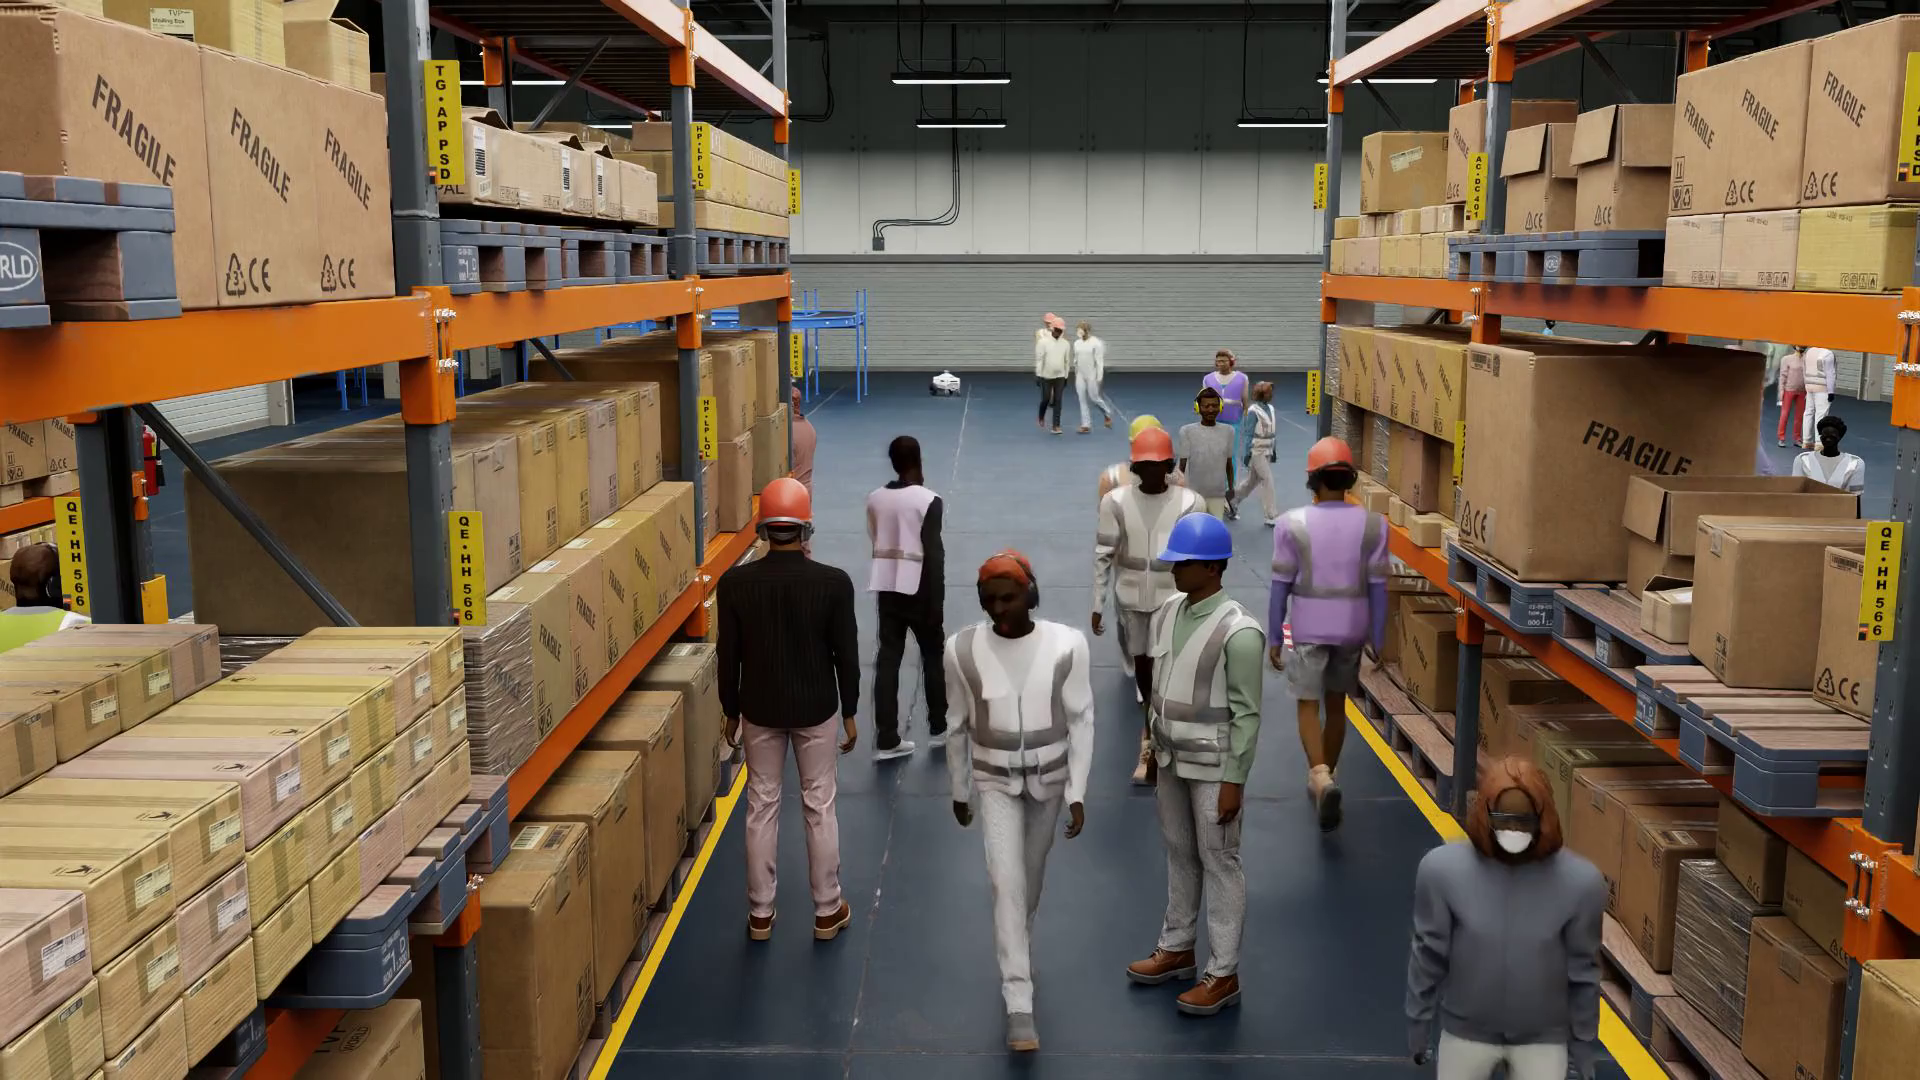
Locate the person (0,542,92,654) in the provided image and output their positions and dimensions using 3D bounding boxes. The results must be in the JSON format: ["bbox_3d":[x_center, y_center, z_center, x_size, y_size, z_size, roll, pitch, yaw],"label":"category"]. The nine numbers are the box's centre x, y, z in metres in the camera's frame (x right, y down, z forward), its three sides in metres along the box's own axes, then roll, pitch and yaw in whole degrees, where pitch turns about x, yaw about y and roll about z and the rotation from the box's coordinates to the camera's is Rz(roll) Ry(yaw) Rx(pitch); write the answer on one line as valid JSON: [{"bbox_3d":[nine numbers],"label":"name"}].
[{"bbox_3d":[-3.487,0.918,6.464,0.619,1.838,0.430,1,10,5],"label":"person"}]

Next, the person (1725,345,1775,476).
[{"bbox_3d":[10.166,-1.611,21.641,1.012,1.838,0.650,8,12,39],"label":"person"}]

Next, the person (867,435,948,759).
[{"bbox_3d":[-0.291,0.321,9.924,0.629,1.870,0.810,7,12,35],"label":"person"}]

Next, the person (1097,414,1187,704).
[{"bbox_3d":[1.224,0.090,11.220,0.595,1.905,0.801,1,10,6],"label":"person"}]

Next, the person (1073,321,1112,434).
[{"bbox_3d":[2.250,-2.797,28.525,0.750,1.905,0.635,-9,13,-44],"label":"person"}]

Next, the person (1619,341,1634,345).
[{"bbox_3d":[8.179,-1.477,20.511,0.378,1.932,0.551,1,9,3],"label":"person"}]

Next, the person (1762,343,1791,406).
[{"bbox_3d":[16.701,-3.570,34.023,0.505,1.611,0.642,-2,10,-10],"label":"person"}]

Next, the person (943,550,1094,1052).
[{"bbox_3d":[0.219,0.932,6.410,0.567,1.832,1.007,0,9,-3],"label":"person"}]

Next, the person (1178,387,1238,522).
[{"bbox_3d":[2.077,-0.353,13.973,0.538,1.869,0.312,-2,10,-10],"label":"person"}]

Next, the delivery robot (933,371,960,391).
[{"bbox_3d":[-0.296,-3.460,36.360,0.477,0.478,0.707,-5,11,-28],"label":"delivery robot"}]

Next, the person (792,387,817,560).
[{"bbox_3d":[-1.406,-0.313,13.608,0.409,1.911,0.650,2,10,13],"label":"person"}]

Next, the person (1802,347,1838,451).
[{"bbox_3d":[13.357,-2.316,25.817,0.429,1.844,0.627,-2,10,-10],"label":"person"}]

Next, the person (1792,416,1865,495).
[{"bbox_3d":[6.862,-0.141,13.219,0.536,1.697,0.318,5,11,27],"label":"person"}]

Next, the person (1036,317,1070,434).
[{"bbox_3d":[1.575,-2.819,28.425,0.632,1.977,0.617,-3,10,-17],"label":"person"}]

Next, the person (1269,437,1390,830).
[{"bbox_3d":[1.912,0.479,8.604,0.607,2.010,0.882,0,9,1],"label":"person"}]

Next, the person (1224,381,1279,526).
[{"bbox_3d":[3.293,-0.980,18.532,0.836,1.606,0.524,7,12,35],"label":"person"}]

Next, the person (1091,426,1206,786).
[{"bbox_3d":[1.099,0.320,9.608,0.626,1.994,1.050,3,10,16],"label":"person"}]

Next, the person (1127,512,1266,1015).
[{"bbox_3d":[0.933,0.854,6.507,0.384,1.948,0.605,-5,11,-28],"label":"person"}]

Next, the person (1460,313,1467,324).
[{"bbox_3d":[10.553,-3.882,35.177,0.665,1.850,1.039,8,12,40],"label":"person"}]

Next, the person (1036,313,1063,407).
[{"bbox_3d":[1.813,-3.671,33.824,0.541,1.893,1.015,1,10,4],"label":"person"}]

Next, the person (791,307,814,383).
[{"bbox_3d":[-3.944,-4.752,40.278,0.666,1.879,0.663,0,9,1],"label":"person"}]

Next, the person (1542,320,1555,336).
[{"bbox_3d":[13.345,-4.241,37.779,0.321,1.696,0.530,5,11,28],"label":"person"}]

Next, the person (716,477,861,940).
[{"bbox_3d":[-0.729,0.725,7.130,0.613,1.997,0.374,0,9,2],"label":"person"}]

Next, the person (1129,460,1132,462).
[{"bbox_3d":[1.349,0.048,12.359,0.523,1.599,0.738,3,10,19],"label":"person"}]

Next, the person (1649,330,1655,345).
[{"bbox_3d":[13.515,-3.388,32.456,0.525,1.770,0.306,0,9,-3],"label":"person"}]

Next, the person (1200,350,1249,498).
[{"bbox_3d":[3.263,-1.429,20.546,0.604,1.839,0.550,4,10,22],"label":"person"}]

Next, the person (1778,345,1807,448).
[{"bbox_3d":[13.183,-2.348,26.224,0.527,1.772,0.305,0,9,1],"label":"person"}]

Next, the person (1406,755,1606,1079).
[{"bbox_3d":[1.492,1.342,4.597,0.501,1.607,0.638,3,10,15],"label":"person"}]
